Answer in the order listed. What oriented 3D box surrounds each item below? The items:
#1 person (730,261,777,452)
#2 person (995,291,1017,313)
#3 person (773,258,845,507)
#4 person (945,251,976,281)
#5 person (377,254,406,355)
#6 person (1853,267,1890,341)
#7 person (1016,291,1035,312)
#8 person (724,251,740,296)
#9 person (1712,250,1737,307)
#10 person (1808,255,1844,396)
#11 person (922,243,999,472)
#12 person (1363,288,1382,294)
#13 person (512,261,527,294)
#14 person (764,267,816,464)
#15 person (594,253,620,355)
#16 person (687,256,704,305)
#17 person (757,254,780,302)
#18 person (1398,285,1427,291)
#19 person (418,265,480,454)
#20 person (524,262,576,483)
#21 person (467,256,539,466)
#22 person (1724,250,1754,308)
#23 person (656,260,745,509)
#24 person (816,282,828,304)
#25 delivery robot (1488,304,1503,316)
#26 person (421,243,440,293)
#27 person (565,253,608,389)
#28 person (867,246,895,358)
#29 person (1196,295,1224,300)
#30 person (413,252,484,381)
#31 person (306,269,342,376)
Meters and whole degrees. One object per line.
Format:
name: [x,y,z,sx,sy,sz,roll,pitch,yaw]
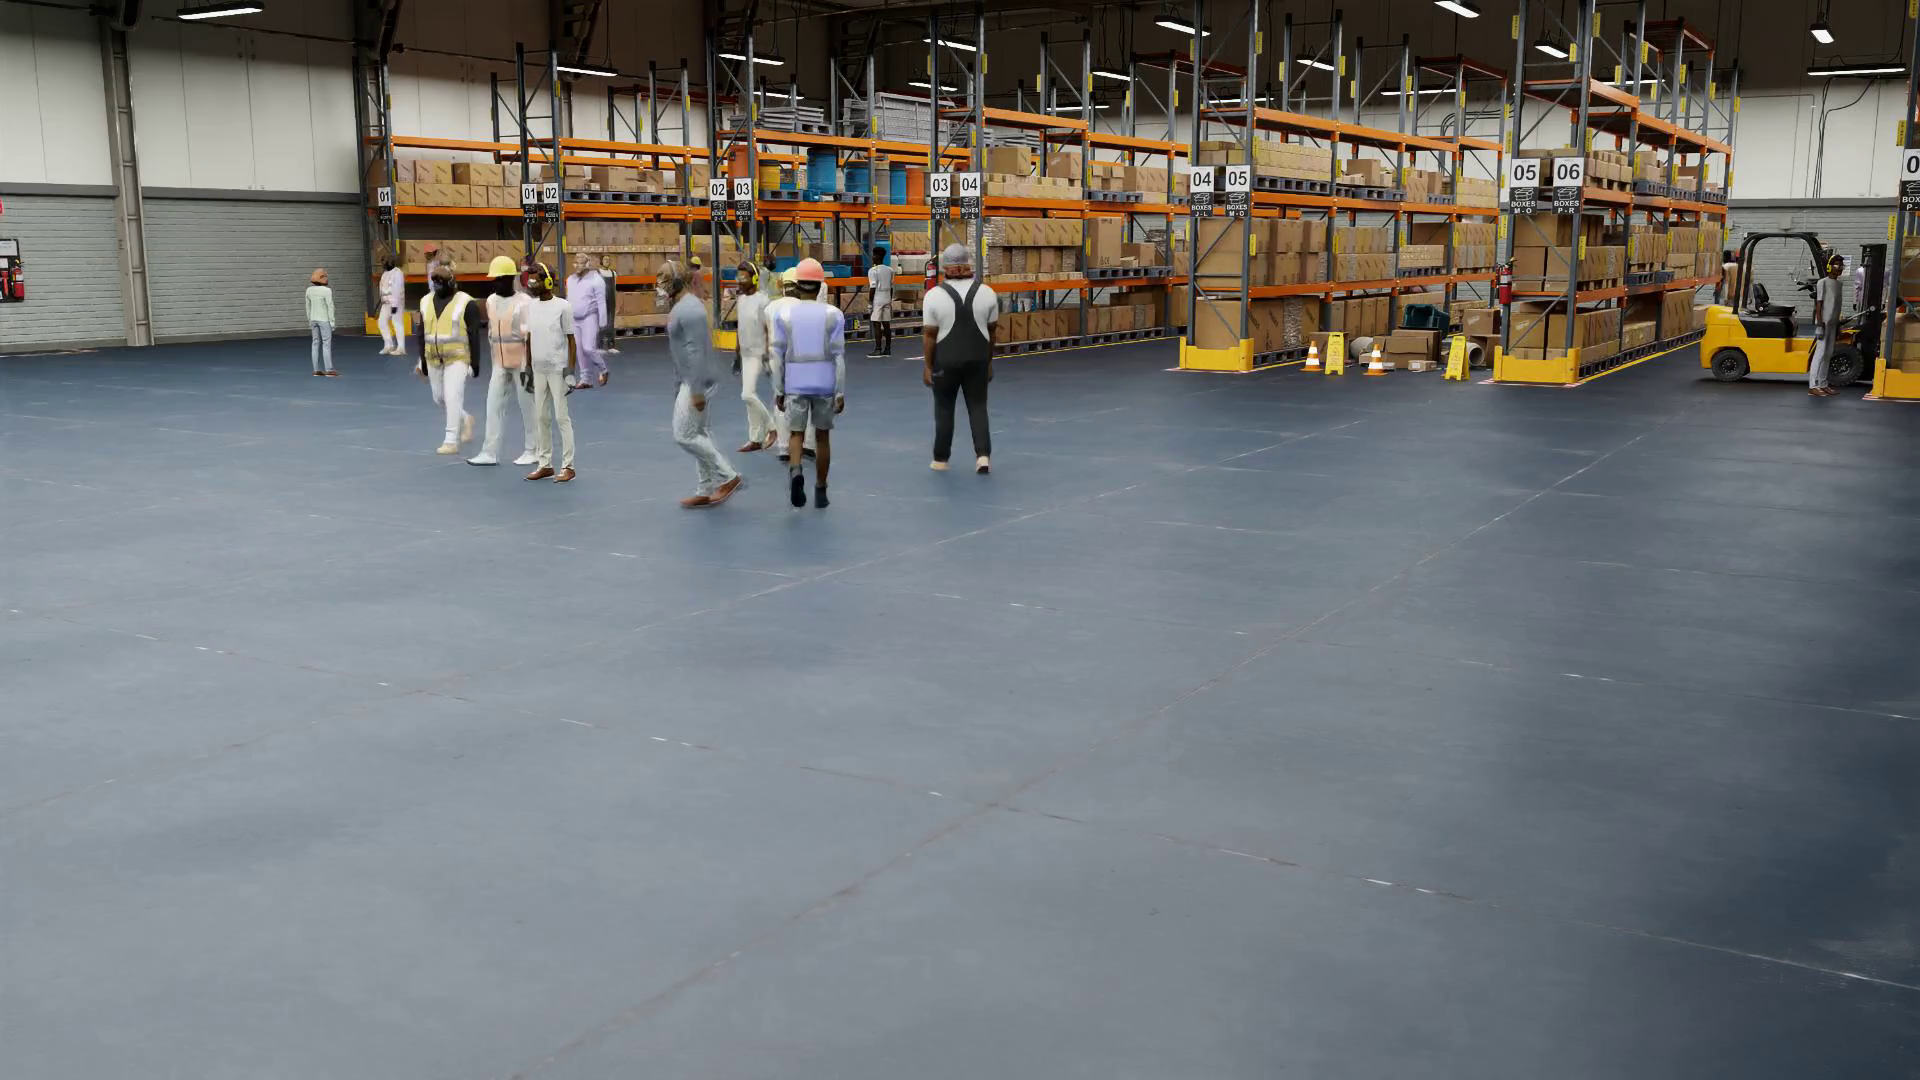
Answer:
person: [-2.041,-1.767,16.129,0.378,1.855,0.510,-8,13,-37]
person: [0.827,-4.798,32.889,0.629,1.931,0.374,0,10,0]
person: [-1.139,-1.163,12.554,0.549,1.916,0.679,0,10,-1]
person: [-0.004,-3.691,26.699,0.550,1.921,0.569,8,13,36]
person: [-10.336,-4.249,30.112,0.567,1.826,0.629,-10,14,-44]
person: [17.264,-4.552,31.546,0.581,1.918,0.405,5,11,27]
person: [1.401,-5.174,35.810,0.507,1.632,0.271,9,13,40]
person: [-5.629,-6.252,41.268,0.580,1.844,0.956,5,11,27]
person: [17.585,-5.698,38.106,0.639,1.865,0.718,-7,12,-35]
person: [11.580,-2.854,22.153,0.526,1.871,0.324,-7,12,-34]
person: [-0.018,-1.615,14.733,0.681,2.000,0.557,-2,10,-13]
person: [9.907,-5.959,39.907,0.492,1.741,0.318,8,13,38]
person: [-9.979,-5.485,37.604,0.504,1.619,0.523,-1,10,-7]
person: [-1.502,-1.597,15.313,0.587,1.800,0.524,6,12,32]
person: [-6.464,-4.310,30.380,0.508,1.847,0.345,-10,14,-44]
person: [-5.691,-5.168,35.467,0.524,1.745,0.703,9,14,42]
person: [-3.622,-4.370,30.787,0.669,1.821,0.628,1,10,6]
person: [11.359,-6.375,41.871,0.689,1.862,0.883,8,13,39]
person: [-4.969,-1.773,16.266,0.634,1.820,0.799,3,10,14]
person: [-3.487,-1.415,14.114,0.528,1.863,0.322,5,11,26]
person: [-4.116,-1.585,14.955,0.619,1.893,0.856,6,12,29]
person: [16.041,-5.026,34.278,0.544,1.892,1.010,7,12,34]
person: [-2.000,-1.157,12.574,0.547,1.903,0.676,-2,10,-13]
person: [-2.272,-3.425,25.646,0.522,1.769,0.312,-5,11,-25]
delivery robot: [12.918,-5.512,40.463,0.707,0.478,0.477,-1,10,-8]
person: [-10.638,-4.971,33.597,0.643,2.013,0.606,1,10,4]
person: [-5.220,-3.034,23.112,0.645,1.894,0.443,6,12,30]
person: [-1.422,-4.219,29.525,0.361,1.965,0.612,8,13,38]
person: [4.512,-4.390,30.304,0.606,2.035,0.405,6,12,31]
person: [-7.632,-3.293,24.566,1.004,1.904,0.627,-5,11,-26]
person: [-9.741,-3.311,25.374,0.501,1.633,0.283,4,11,23]
